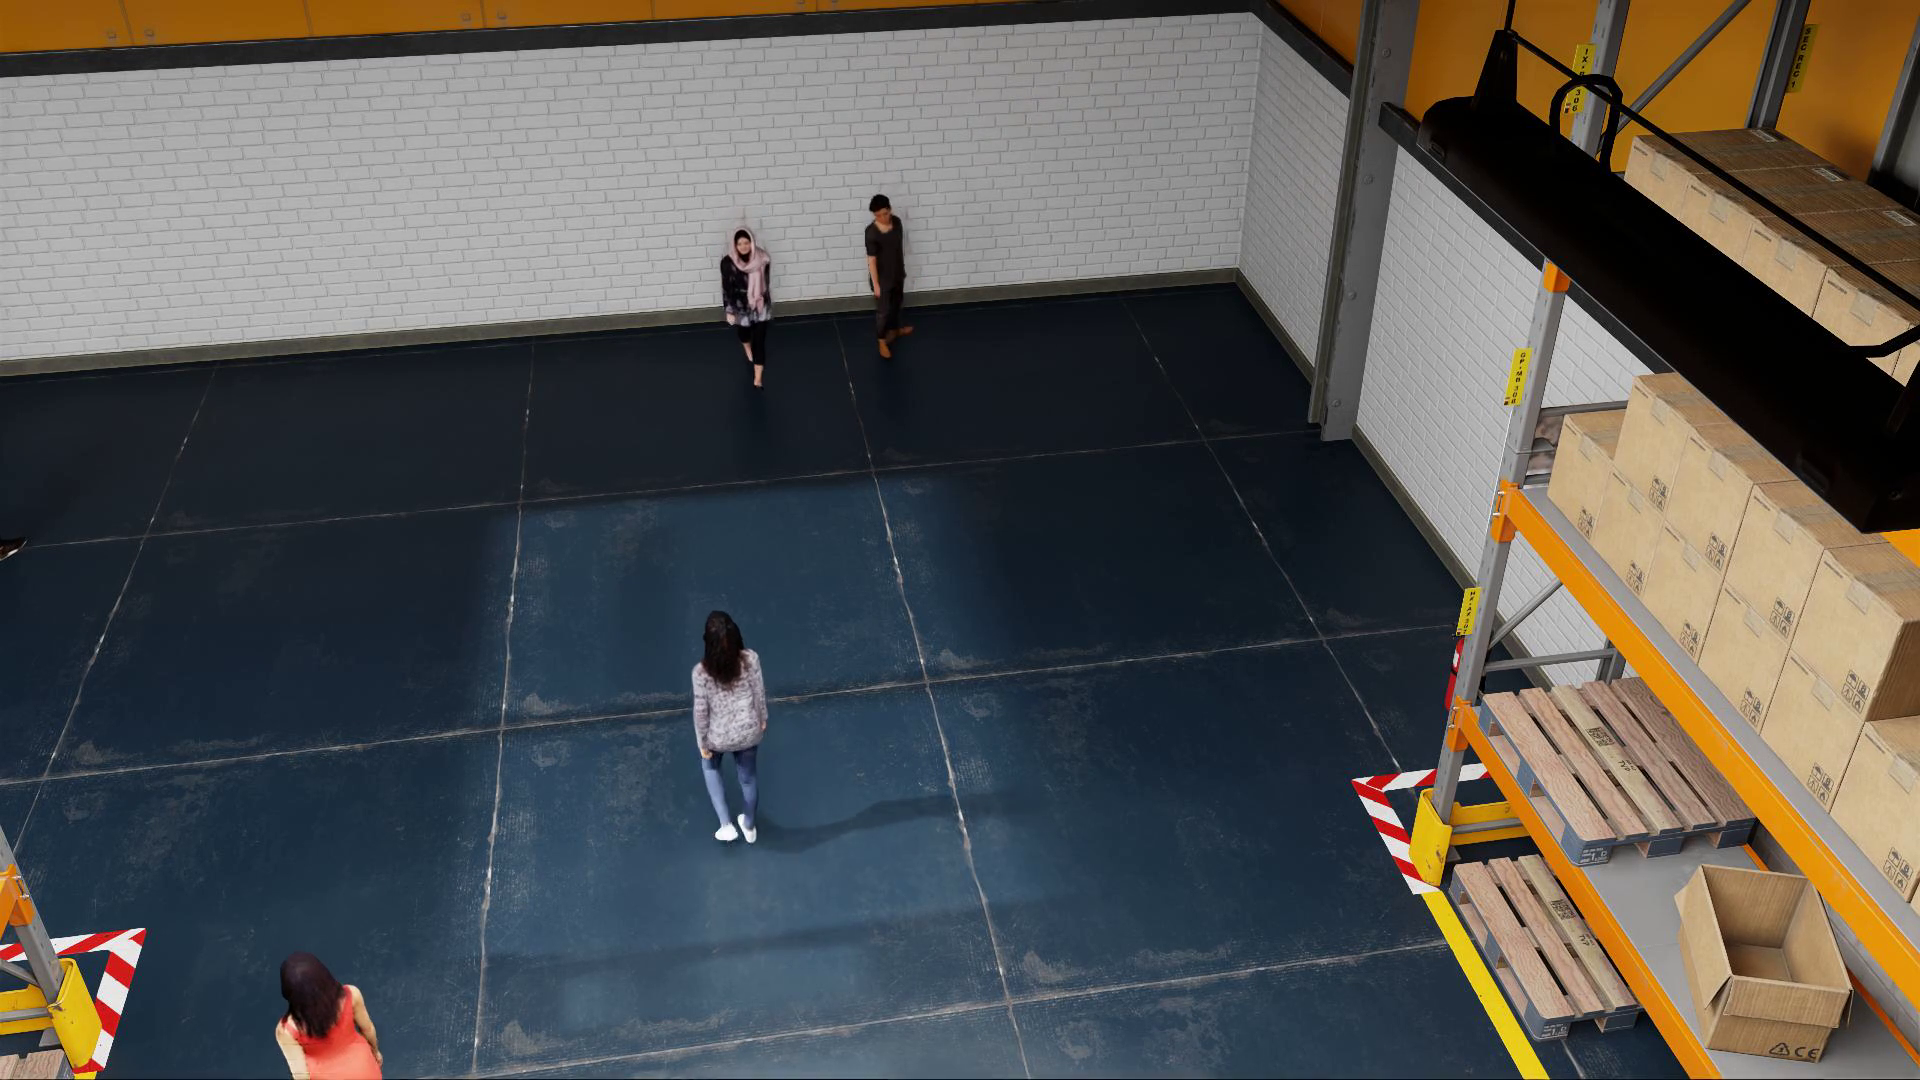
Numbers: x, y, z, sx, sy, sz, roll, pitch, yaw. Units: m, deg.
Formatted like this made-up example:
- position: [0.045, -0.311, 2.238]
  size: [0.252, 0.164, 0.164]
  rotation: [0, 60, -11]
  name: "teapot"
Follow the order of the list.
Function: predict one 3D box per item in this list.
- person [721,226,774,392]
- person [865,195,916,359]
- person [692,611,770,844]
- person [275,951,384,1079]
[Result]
- position: [-1.967, -2.224, 15.490]
  size: [0.683, 1.561, 1.159]
  rotation: [-11, 35, -16]
  name: "person"
- position: [-0.700, -2.559, 15.896]
  size: [0.909, 1.670, 0.852]
  rotation: [14, 36, 20]
  name: "person"
- position: [-1.370, 1.217, 10.169]
  size: [0.673, 1.721, 0.671]
  rotation: [-11, 35, -16]
  name: "person"
- position: [-2.936, 2.668, 8.020]
  size: [0.917, 1.684, 1.200]
  rotation: [-21, 39, -28]
  name: "person"
